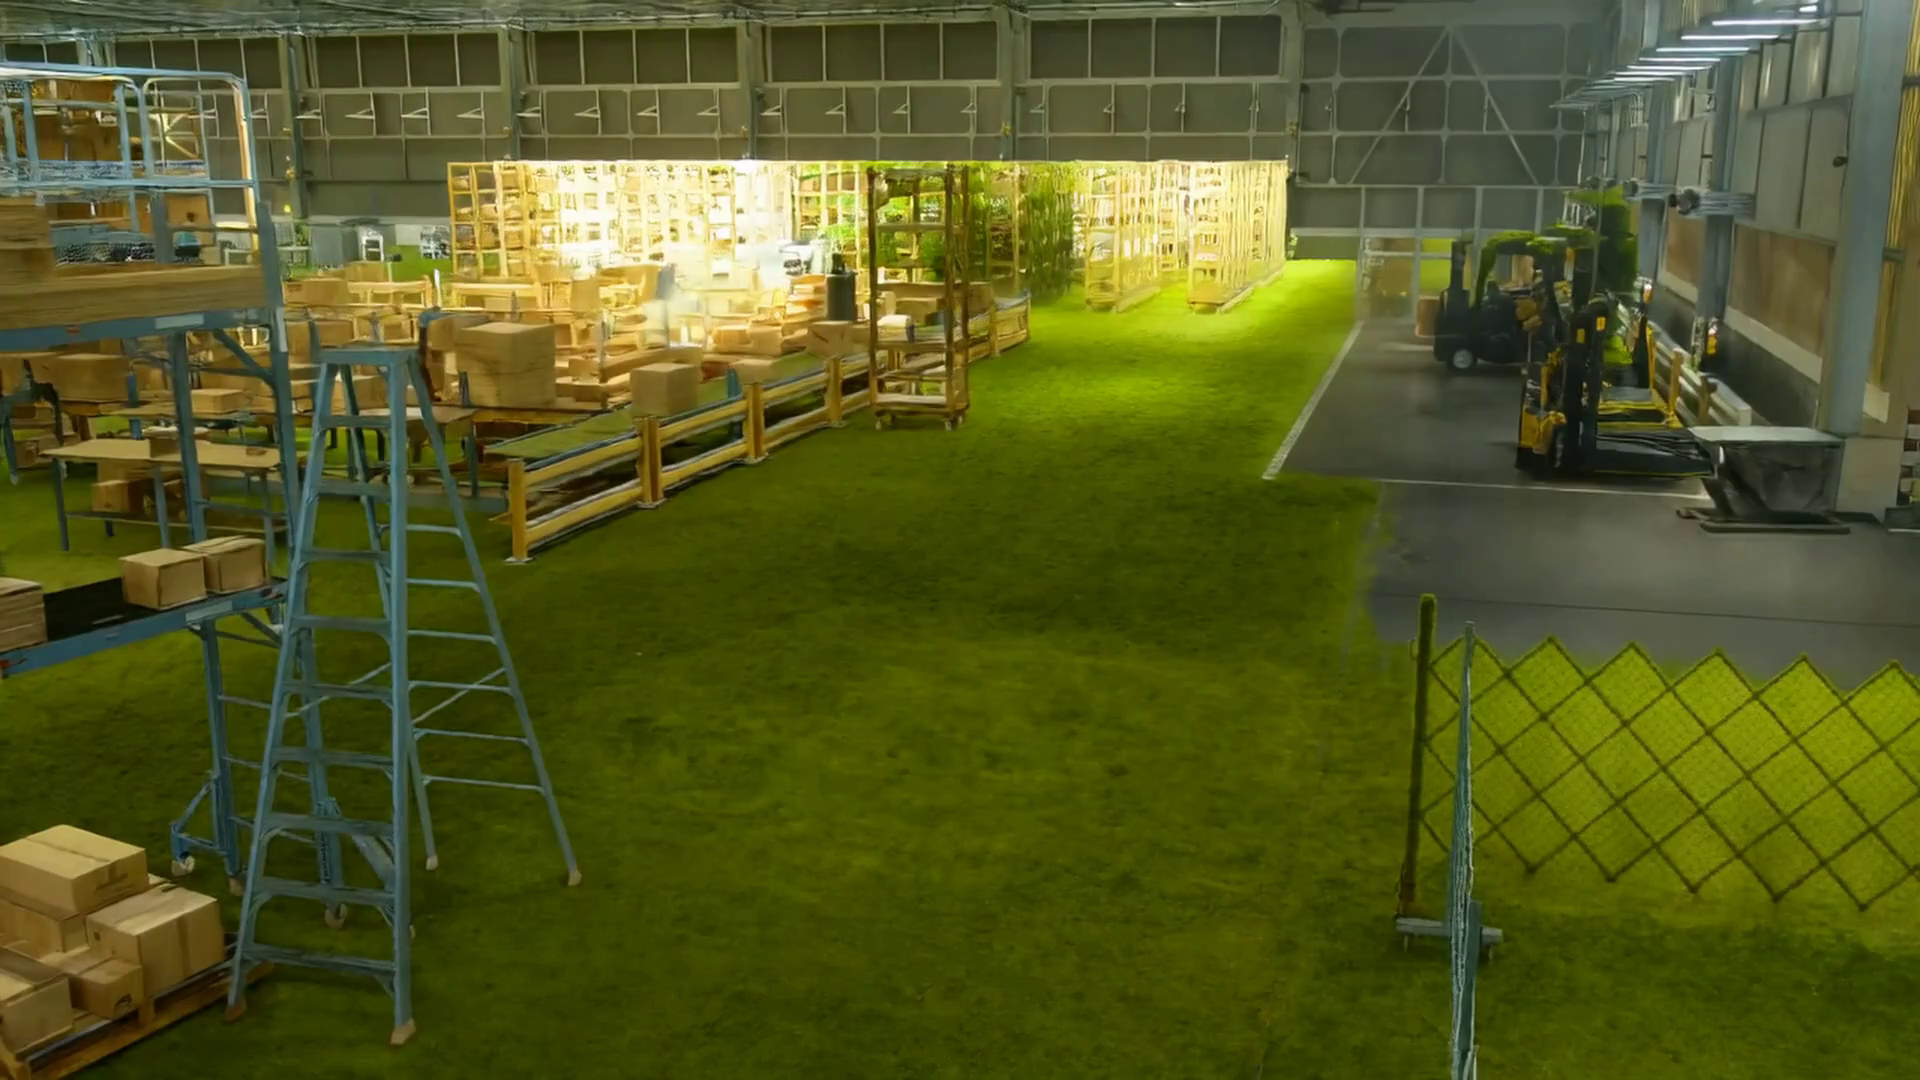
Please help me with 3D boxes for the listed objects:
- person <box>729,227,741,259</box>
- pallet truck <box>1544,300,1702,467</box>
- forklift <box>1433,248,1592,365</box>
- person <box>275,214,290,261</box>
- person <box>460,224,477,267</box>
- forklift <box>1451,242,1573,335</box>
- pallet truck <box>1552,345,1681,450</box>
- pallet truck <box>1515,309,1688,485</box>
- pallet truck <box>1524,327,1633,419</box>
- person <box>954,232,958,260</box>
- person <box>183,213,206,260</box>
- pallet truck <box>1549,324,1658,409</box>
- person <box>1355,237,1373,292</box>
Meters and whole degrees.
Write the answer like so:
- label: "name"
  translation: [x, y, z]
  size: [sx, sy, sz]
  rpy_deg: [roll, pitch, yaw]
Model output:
- label: "person"
  translation: [-7.107, -9.206, 51.971]
  size: [0.381, 1.994, 0.620]
  rpy_deg: [12, 18, 42]
- label: "pallet truck"
  translation: [8.263, -1.952, 20.631]
  size: [1.885, 1.965, 0.823]
  rpy_deg: [5, 14, 20]
- label: "forklift"
  translation: [9.780, -4.111, 29.280]
  size: [2.680, 1.987, 1.157]
  rpy_deg: [3, 13, 14]
- label: "person"
  translation: [-24.533, -10.939, 60.118]
  size: [0.501, 1.688, 0.917]
  rpy_deg: [-12, 18, -43]
- label: "person"
  translation: [-14.822, -8.793, 50.432]
  size: [0.733, 1.878, 0.455]
  rpy_deg: [4, 14, 17]
- label: "forklift"
  translation: [10.464, -4.597, 31.405]
  size: [2.680, 1.987, 1.157]
  rpy_deg: [4, 14, 16]
- label: "pallet truck"
  translation: [8.641, -1.896, 21.908]
  size: [1.630, 1.274, 0.653]
  rpy_deg: [4, 14, 16]
- label: "pallet truck"
  translation: [7.554, -1.677, 19.446]
  size: [1.885, 1.965, 0.823]
  rpy_deg: [3, 13, 14]
- label: "pallet truck"
  translation: [9.065, -2.460, 24.370]
  size: [1.522, 1.261, 0.704]
  rpy_deg: [3, 13, 14]
- label: "person"
  translation: [-0.176, -8.235, 48.157]
  size: [0.470, 1.825, 0.562]
  rpy_deg: [4, 14, 16]
- label: "person"
  translation: [-24.956, -9.689, 54.267]
  size: [0.612, 1.901, 0.969]
  rpy_deg: [-3, 13, -12]
- label: "pallet truck"
  translation: [9.824, -2.669, 25.407]
  size: [1.601, 1.201, 0.680]
  rpy_deg: [4, 14, 16]
- label: "person"
  translation: [9.822, -6.453, 40.465]
  size: [0.404, 1.824, 0.586]
  rpy_deg: [10, 17, 37]
